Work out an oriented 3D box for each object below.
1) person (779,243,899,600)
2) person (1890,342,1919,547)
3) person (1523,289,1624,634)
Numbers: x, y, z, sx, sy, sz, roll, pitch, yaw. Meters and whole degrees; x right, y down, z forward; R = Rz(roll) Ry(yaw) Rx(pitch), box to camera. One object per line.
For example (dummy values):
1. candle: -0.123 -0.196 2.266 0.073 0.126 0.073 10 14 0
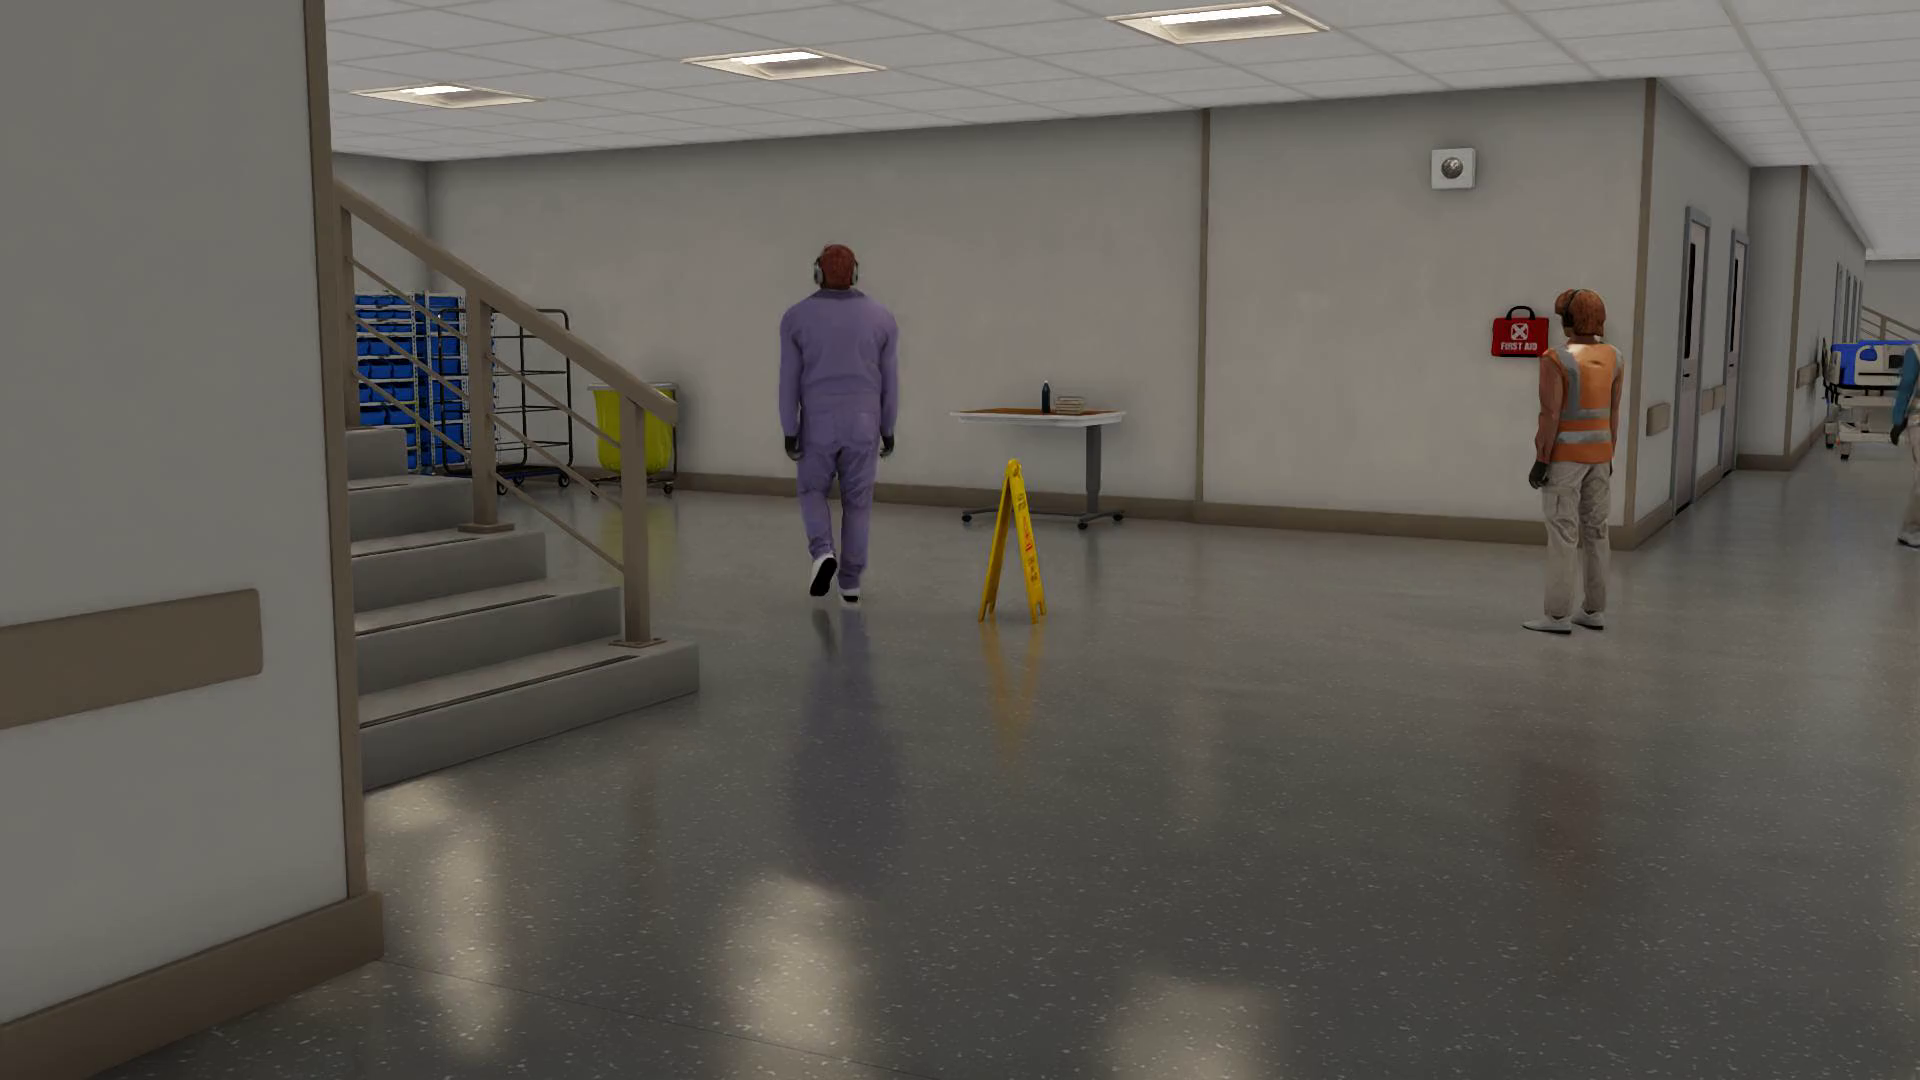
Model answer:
1. person: -0.633 -0.609 8.781 0.640 1.899 0.509 -1 8 -10
2. person: 6.335 -0.714 10.697 0.528 1.593 0.849 0 7 -1
3. person: 2.933 -0.369 7.925 0.523 1.640 0.306 -4 8 -28
